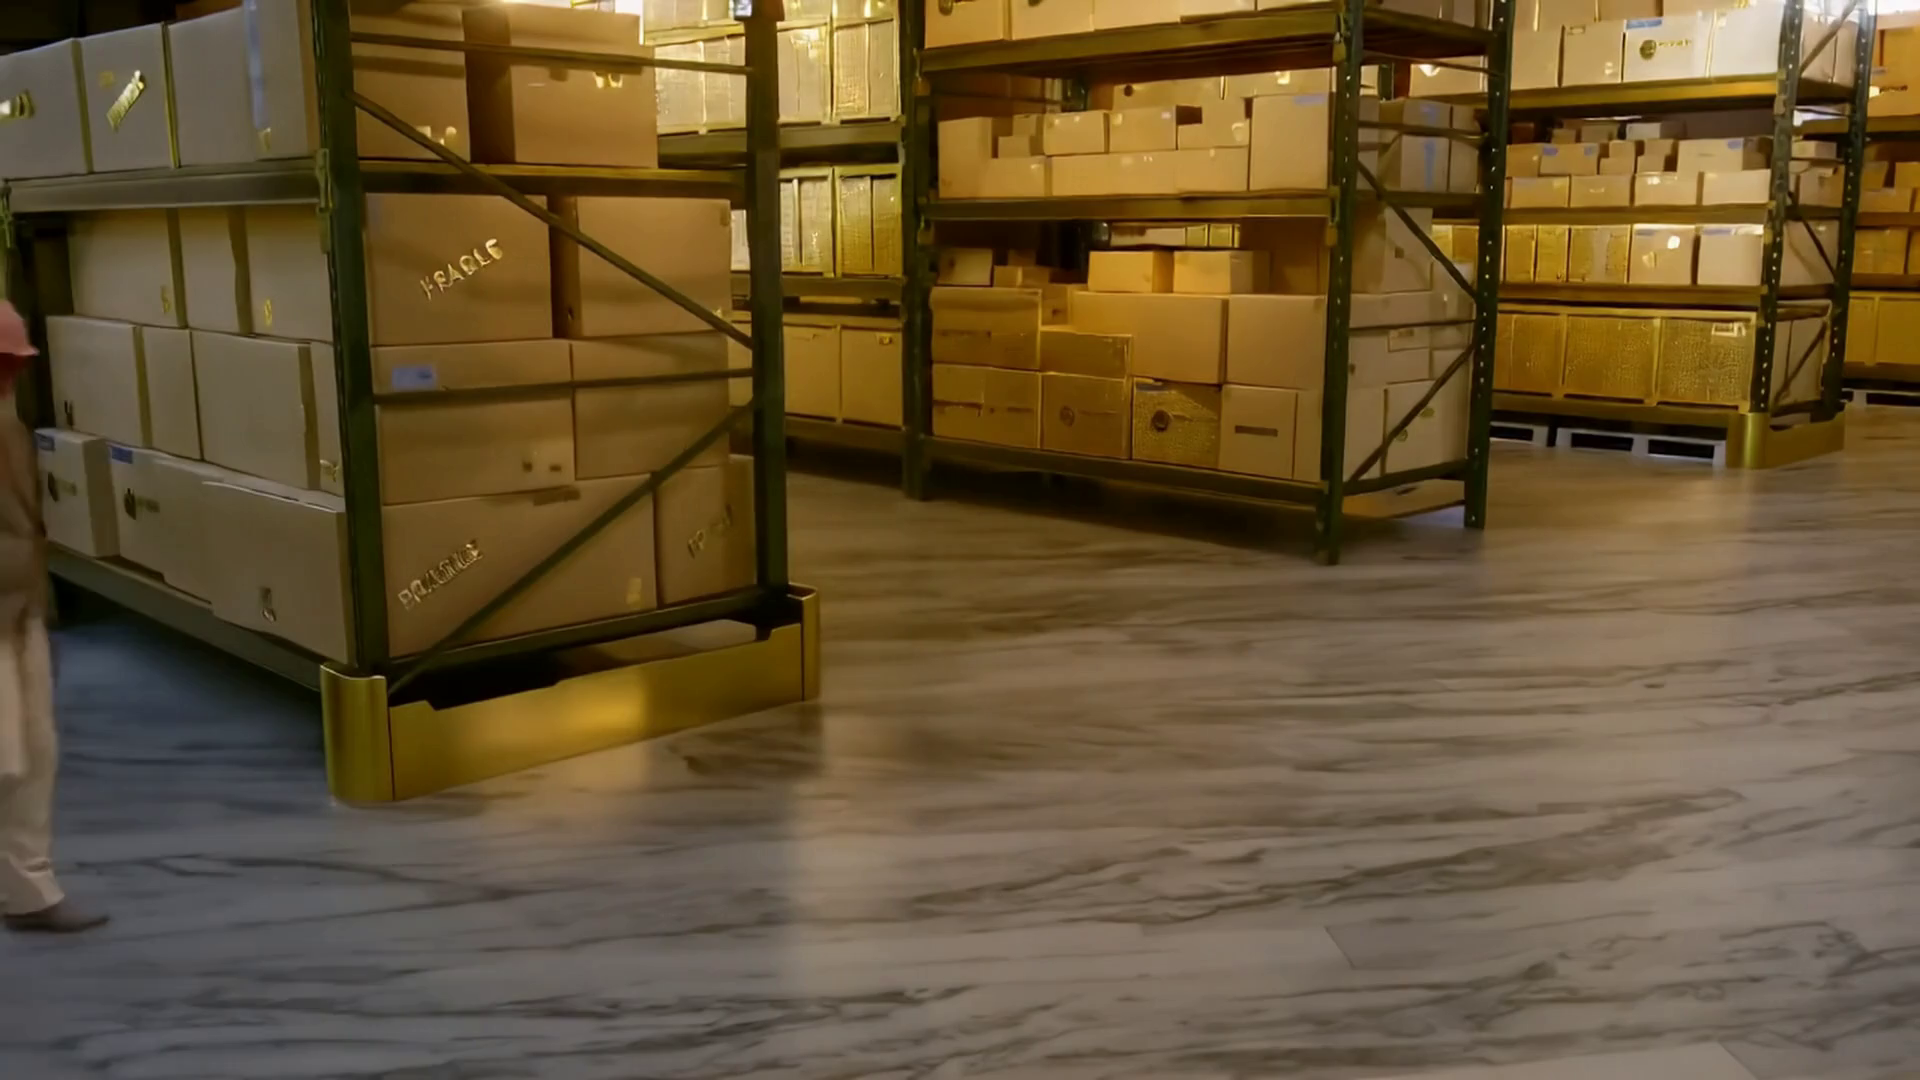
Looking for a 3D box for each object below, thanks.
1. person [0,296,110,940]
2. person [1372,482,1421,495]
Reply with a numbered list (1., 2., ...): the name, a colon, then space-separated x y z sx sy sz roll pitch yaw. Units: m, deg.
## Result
1. person: -2.950 0.256 4.928 0.591 1.974 0.613 0 10 0
2. person: 3.562 -1.165 13.665 0.541 1.599 0.807 -8 13 -38
